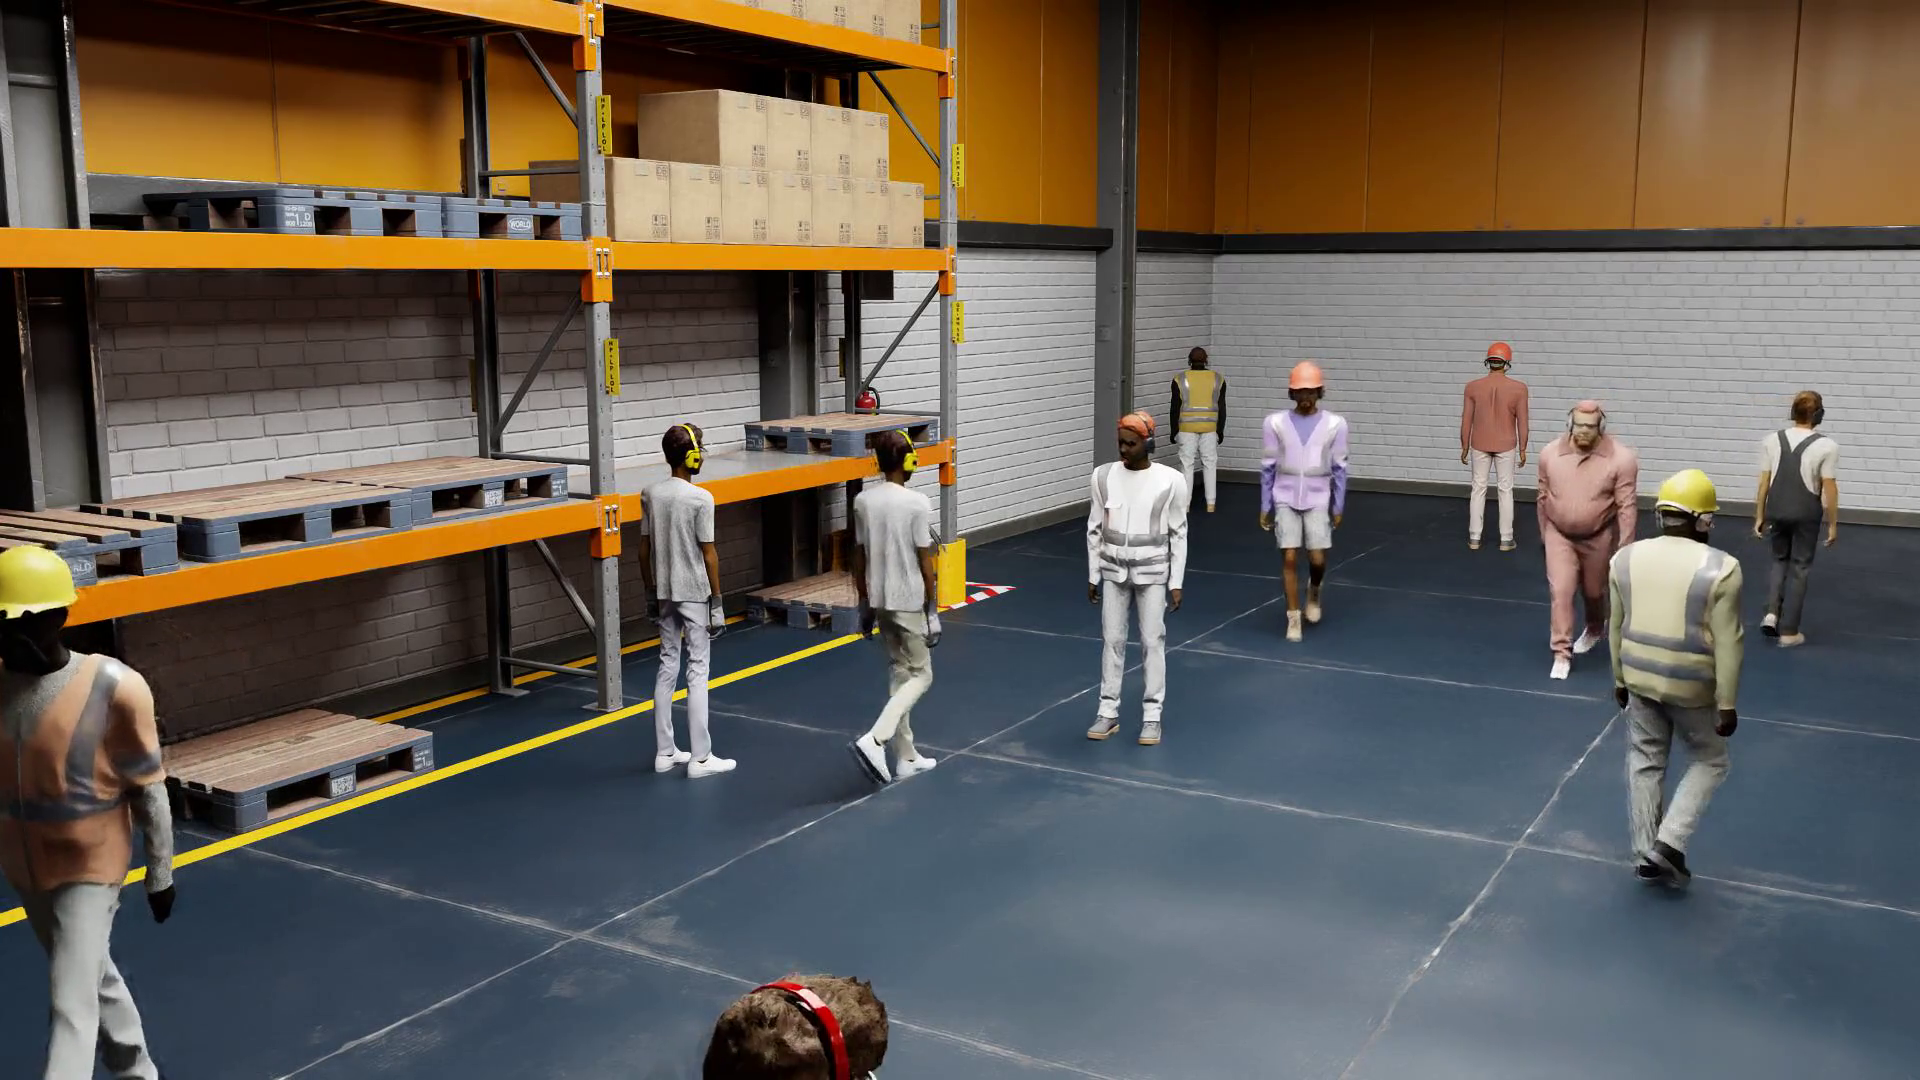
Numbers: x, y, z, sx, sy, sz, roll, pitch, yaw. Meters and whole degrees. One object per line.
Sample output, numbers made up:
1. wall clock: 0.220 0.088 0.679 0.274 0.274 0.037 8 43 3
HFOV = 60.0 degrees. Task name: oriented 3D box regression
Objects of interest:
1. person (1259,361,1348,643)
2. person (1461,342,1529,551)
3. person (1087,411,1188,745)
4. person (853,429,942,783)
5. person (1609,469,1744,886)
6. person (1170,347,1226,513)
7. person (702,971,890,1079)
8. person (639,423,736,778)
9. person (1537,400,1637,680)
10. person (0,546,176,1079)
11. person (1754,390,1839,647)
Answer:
1. person: 2.482 -0.287 12.057 0.615 2.027 0.549 2 9 13
2. person: 5.128 -0.897 15.963 0.621 1.992 0.397 4 10 23
3. person: 0.986 0.213 9.377 0.576 1.886 0.362 4 10 24
4. person: -0.356 0.358 8.594 0.557 1.844 0.584 7 11 37
5. person: 3.063 0.605 7.126 0.427 1.817 0.621 -7 12 -38
6. person: 2.630 -1.219 18.460 0.633 1.839 0.429 -1 9 -4
7. person: -0.225 1.408 2.188 0.585 1.792 0.935 3 10 19
8. person: -1.451 0.317 8.779 0.536 1.869 0.312 6 11 32
9. person: 4.195 -0.039 11.135 0.650 1.846 0.965 5 10 28
10. person: -2.628 0.952 4.777 0.598 1.880 1.003 2 9 10
11. person: 5.948 -0.148 11.804 0.412 1.826 0.535 -8 12 -40
